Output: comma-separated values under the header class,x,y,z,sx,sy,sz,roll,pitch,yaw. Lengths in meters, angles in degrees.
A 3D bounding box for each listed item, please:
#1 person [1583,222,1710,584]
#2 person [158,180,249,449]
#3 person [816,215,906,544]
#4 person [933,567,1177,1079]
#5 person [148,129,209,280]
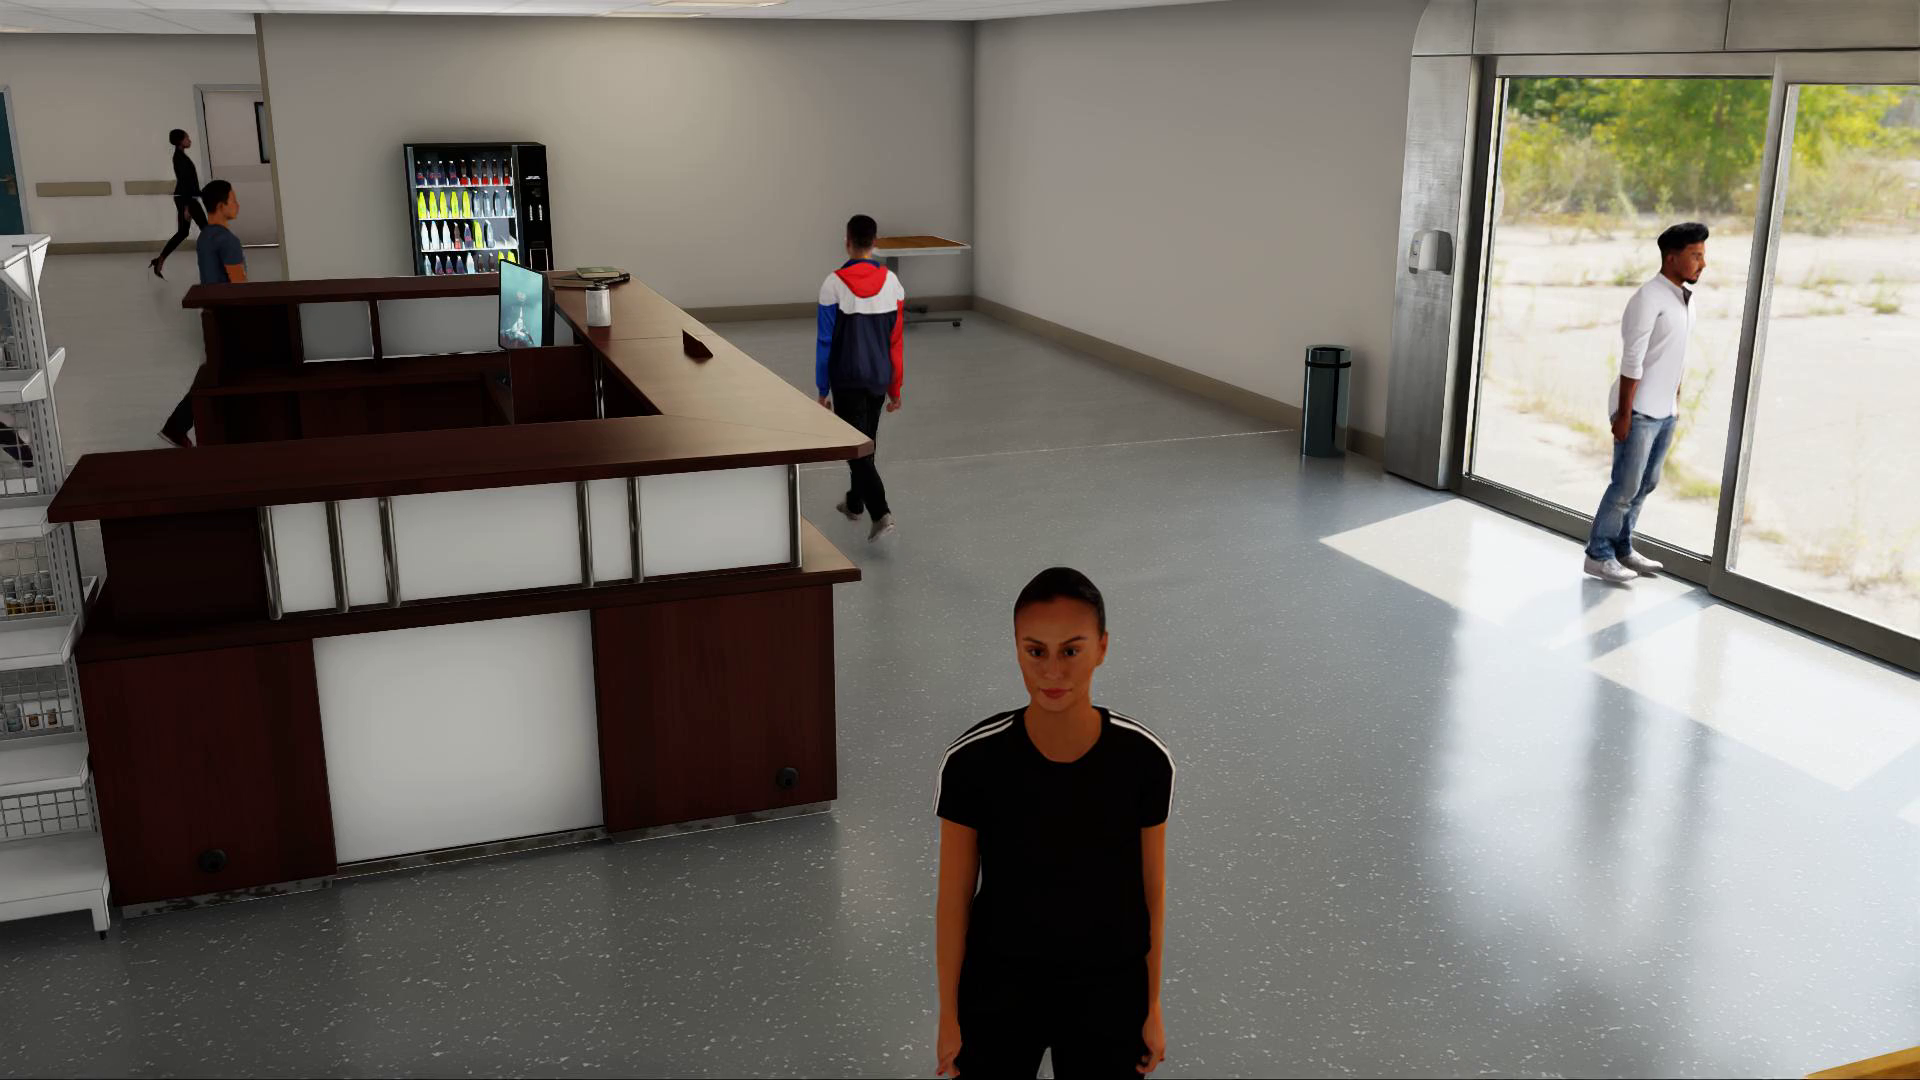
class,x,y,z,sx,sy,sz,roll,pitch,yaw
person,3.394,-0.676,8.255,0.717,1.787,0.836,-15,22,-43
person,-4.889,-1.406,10.885,1.228,1.765,0.808,-10,19,-31
person,-0.508,-0.826,8.910,1.099,1.721,0.787,-8,18,-26
person,0.169,0.846,3.077,0.546,1.668,0.698,0,16,-2
person,-9.319,-3.954,19.860,1.164,1.798,0.792,-11,19,-34
